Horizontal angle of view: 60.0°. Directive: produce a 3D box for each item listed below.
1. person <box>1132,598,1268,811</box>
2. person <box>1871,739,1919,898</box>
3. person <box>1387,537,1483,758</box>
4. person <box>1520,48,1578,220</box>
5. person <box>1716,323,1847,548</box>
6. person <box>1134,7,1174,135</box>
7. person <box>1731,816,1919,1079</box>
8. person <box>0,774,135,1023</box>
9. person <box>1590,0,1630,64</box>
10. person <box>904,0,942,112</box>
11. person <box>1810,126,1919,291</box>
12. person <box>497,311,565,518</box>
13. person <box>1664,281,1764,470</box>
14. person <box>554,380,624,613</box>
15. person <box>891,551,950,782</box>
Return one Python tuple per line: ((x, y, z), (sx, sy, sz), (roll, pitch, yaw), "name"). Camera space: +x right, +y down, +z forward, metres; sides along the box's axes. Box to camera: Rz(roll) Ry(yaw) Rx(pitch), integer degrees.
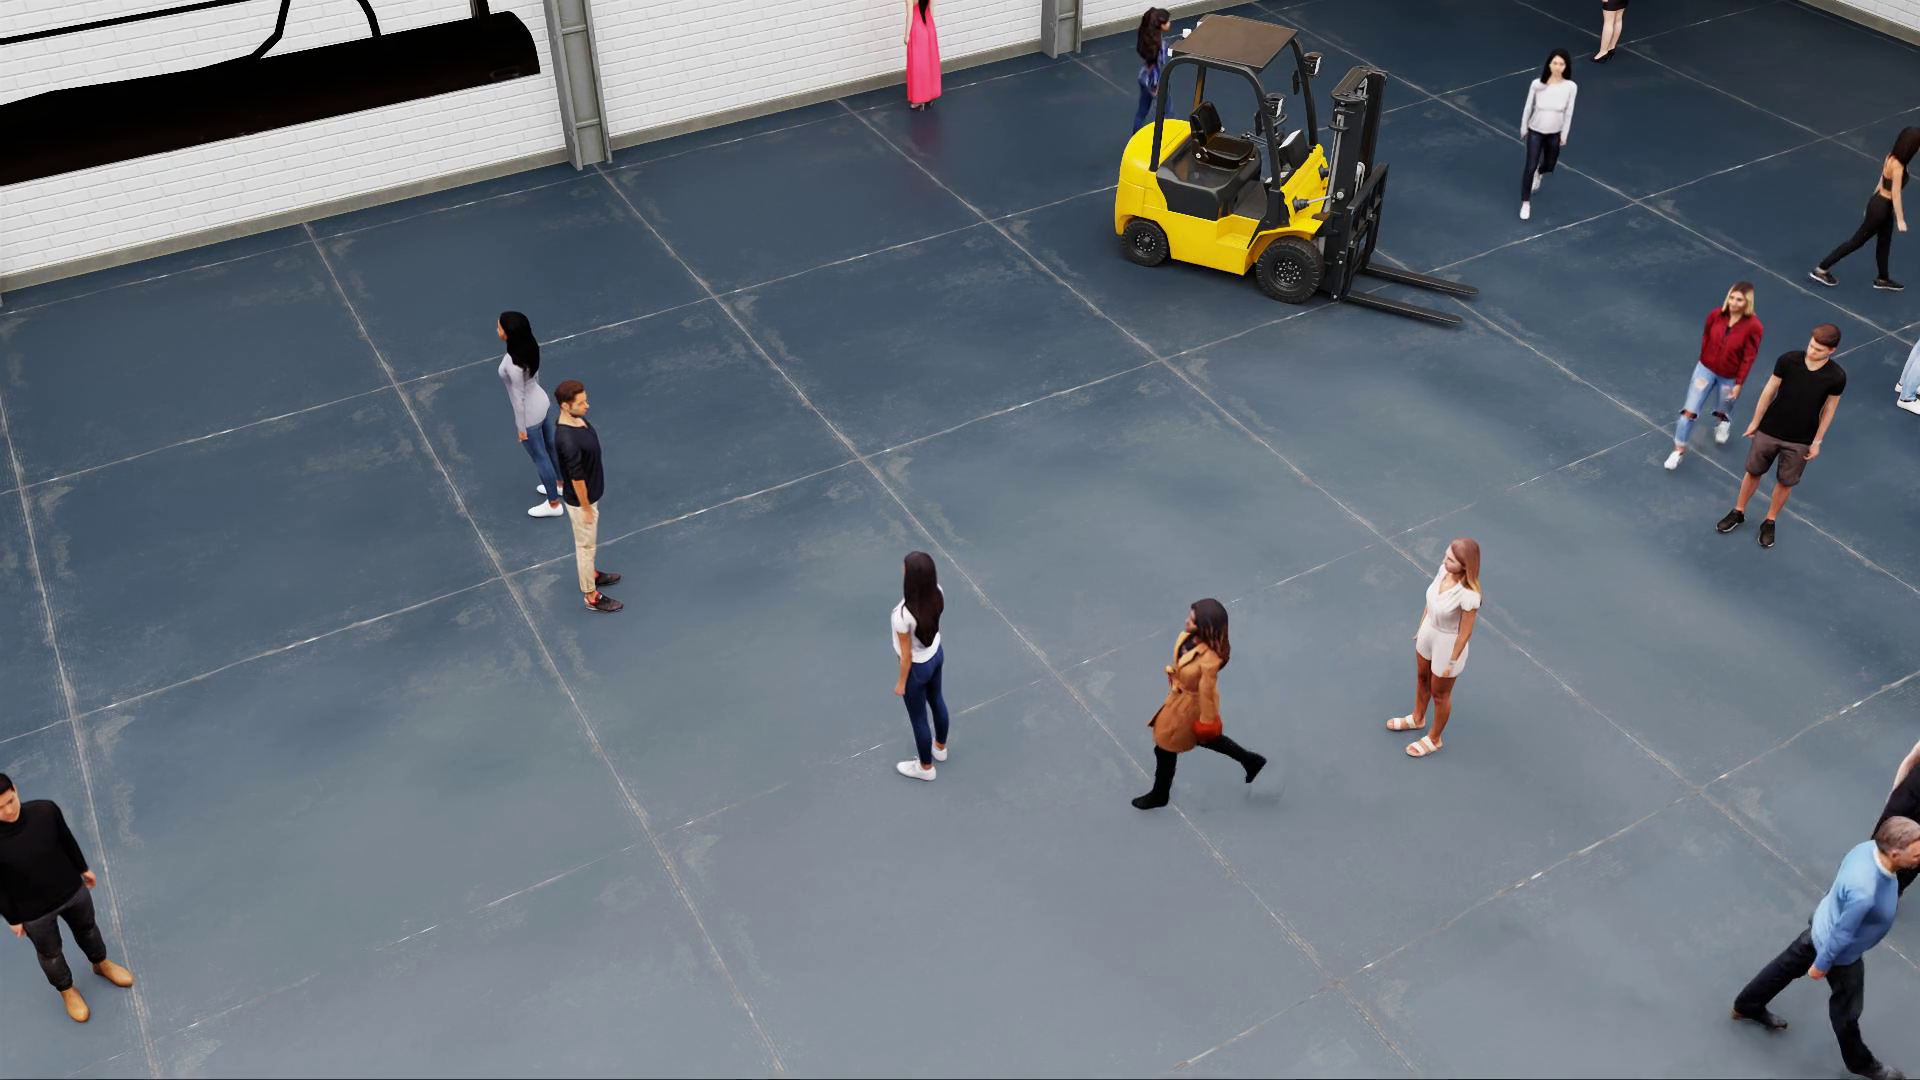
((1.509, 1.026, 10.127), (1.199, 1.690, 0.999), (-2, 39, -3), "person")
((5.596, 1.483, 9.521), (0.764, 1.733, 0.654), (-27, 46, -30), "person")
((3.075, 0.659, 10.582), (0.621, 1.697, 0.616), (-11, 40, -13), "person")
((5.825, -4.077, 16.522), (0.990, 1.684, 1.053), (11, 40, 13), "person")
((6.133, -0.814, 12.297), (0.763, 1.859, 0.733), (26, 45, 28), "person")
((1.957, -4.791, 17.481), (0.760, 1.604, 0.657), (-17, 42, -20), "person")
((4.546, 2.056, 8.770), (1.086, 1.775, 1.159), (20, 43, 23), "person")
((-4.964, 1.893, 9.016), (0.780, 1.722, 0.627), (25, 45, 28), "person")
((7.710, -6.419, 19.482), (0.505, 1.649, 0.650), (-29, 47, -31), "person")
((-0.428, -5.620, 18.421), (0.596, 1.726, 0.734), (-32, 48, -33), "person")
((8.341, -3.011, 15.249), (1.018, 1.606, 1.044), (14, 41, 17), "person")
((-3.219, -0.966, 12.588), (0.706, 1.732, 0.683), (2, 39, 3), "person")
((6.036, -1.326, 13.141), (0.851, 1.605, 1.133), (27, 46, 29), "person")
((-2.665, -0.325, 11.691), (0.652, 1.851, 0.696), (-6, 39, -8), "person")
((-0.233, 0.785, 10.363), (0.724, 1.774, 0.607), (21, 43, 24), "person")
